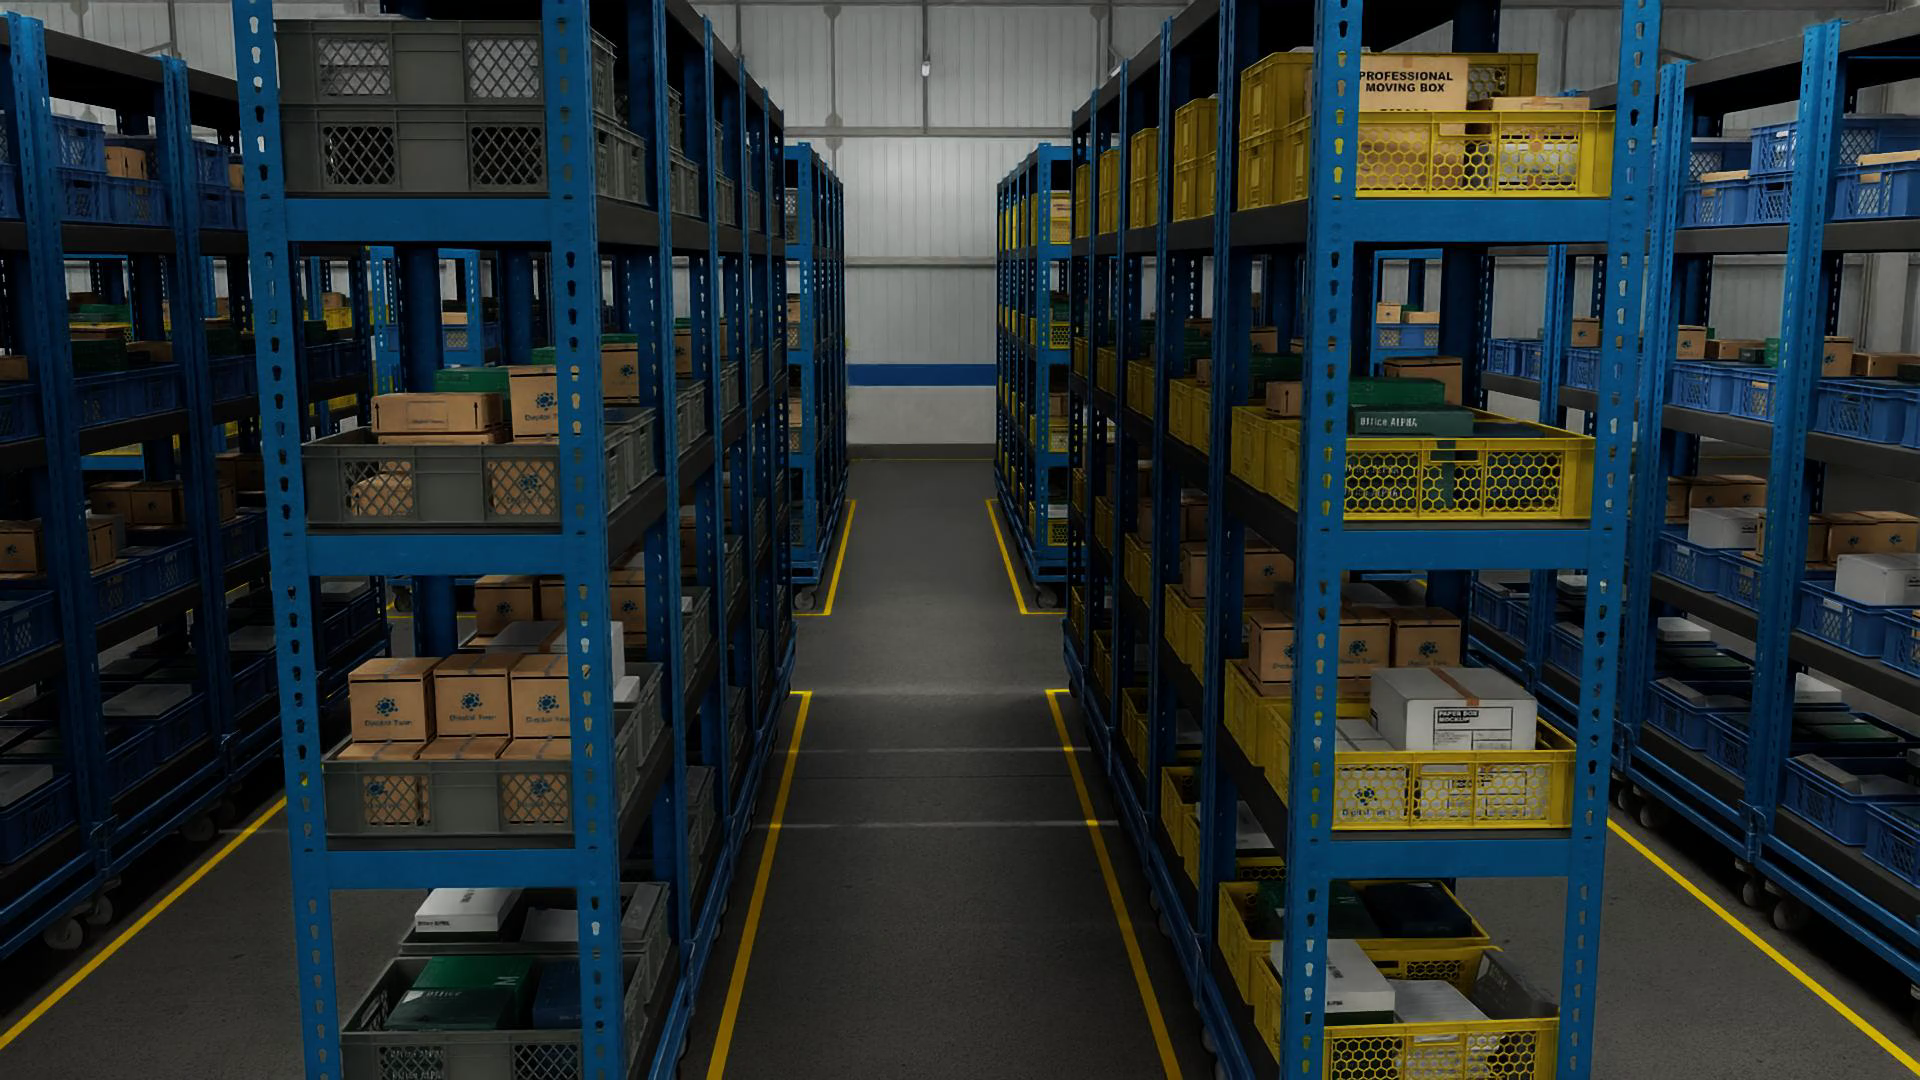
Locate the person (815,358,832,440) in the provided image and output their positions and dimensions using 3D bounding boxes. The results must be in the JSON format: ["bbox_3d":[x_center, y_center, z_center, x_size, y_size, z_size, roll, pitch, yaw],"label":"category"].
[{"bbox_3d":[-1.970,-1.772,21.666,0.766,1.803,0.598,-3,10,-17],"label":"person"}]
